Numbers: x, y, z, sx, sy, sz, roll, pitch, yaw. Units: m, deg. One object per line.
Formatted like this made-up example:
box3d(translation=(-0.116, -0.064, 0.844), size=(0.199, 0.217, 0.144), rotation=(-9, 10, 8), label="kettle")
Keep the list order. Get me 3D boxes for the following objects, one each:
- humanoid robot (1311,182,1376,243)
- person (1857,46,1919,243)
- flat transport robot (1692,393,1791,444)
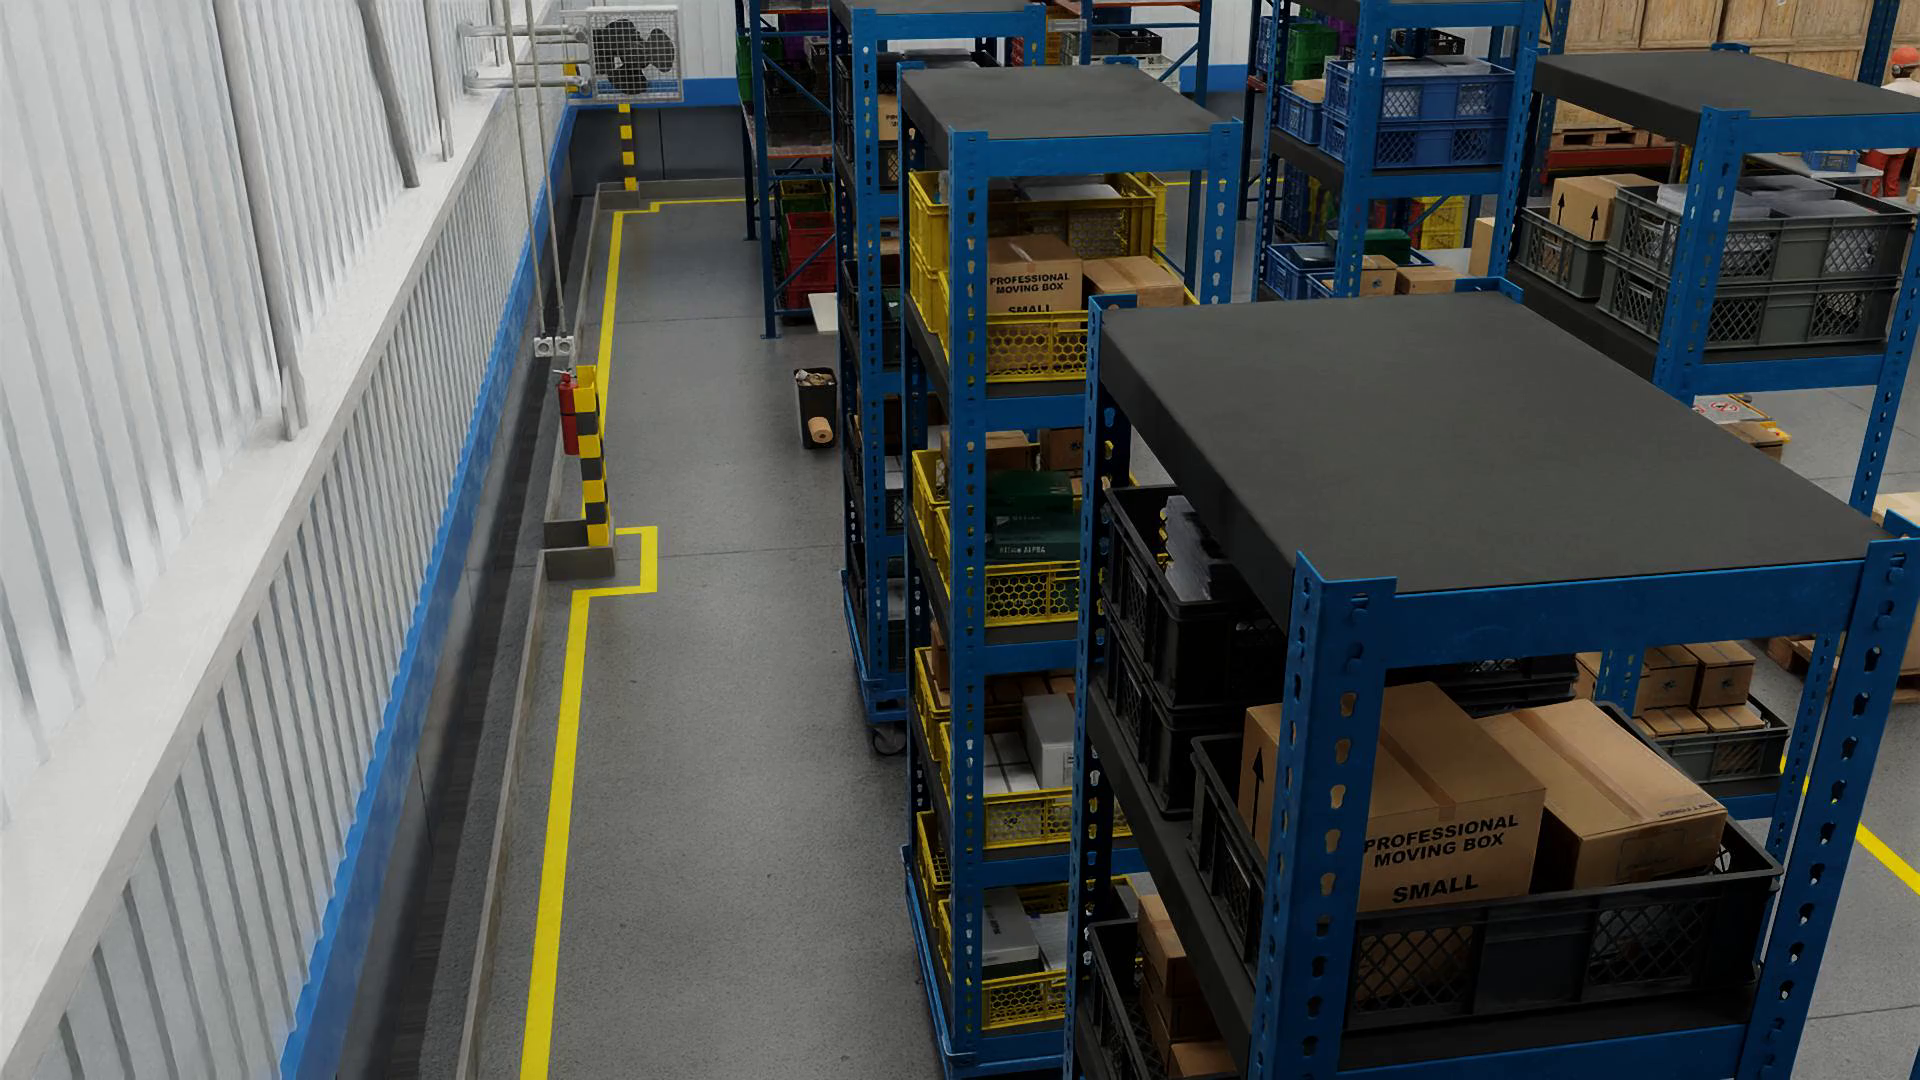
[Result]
box3d(translation=(3.240, -2.482, 14.013), size=(0.584, 1.645, 0.354), rotation=(15, 29, 30), label="humanoid robot")
box3d(translation=(9.426, -3.995, 16.917), size=(0.610, 1.997, 0.376), rotation=(-6, 25, -13), label="person")
box3d(translation=(5.224, -0.859, 12.132), size=(1.431, 0.197, 0.652), rotation=(-4, 25, -8), label="flat transport robot")
